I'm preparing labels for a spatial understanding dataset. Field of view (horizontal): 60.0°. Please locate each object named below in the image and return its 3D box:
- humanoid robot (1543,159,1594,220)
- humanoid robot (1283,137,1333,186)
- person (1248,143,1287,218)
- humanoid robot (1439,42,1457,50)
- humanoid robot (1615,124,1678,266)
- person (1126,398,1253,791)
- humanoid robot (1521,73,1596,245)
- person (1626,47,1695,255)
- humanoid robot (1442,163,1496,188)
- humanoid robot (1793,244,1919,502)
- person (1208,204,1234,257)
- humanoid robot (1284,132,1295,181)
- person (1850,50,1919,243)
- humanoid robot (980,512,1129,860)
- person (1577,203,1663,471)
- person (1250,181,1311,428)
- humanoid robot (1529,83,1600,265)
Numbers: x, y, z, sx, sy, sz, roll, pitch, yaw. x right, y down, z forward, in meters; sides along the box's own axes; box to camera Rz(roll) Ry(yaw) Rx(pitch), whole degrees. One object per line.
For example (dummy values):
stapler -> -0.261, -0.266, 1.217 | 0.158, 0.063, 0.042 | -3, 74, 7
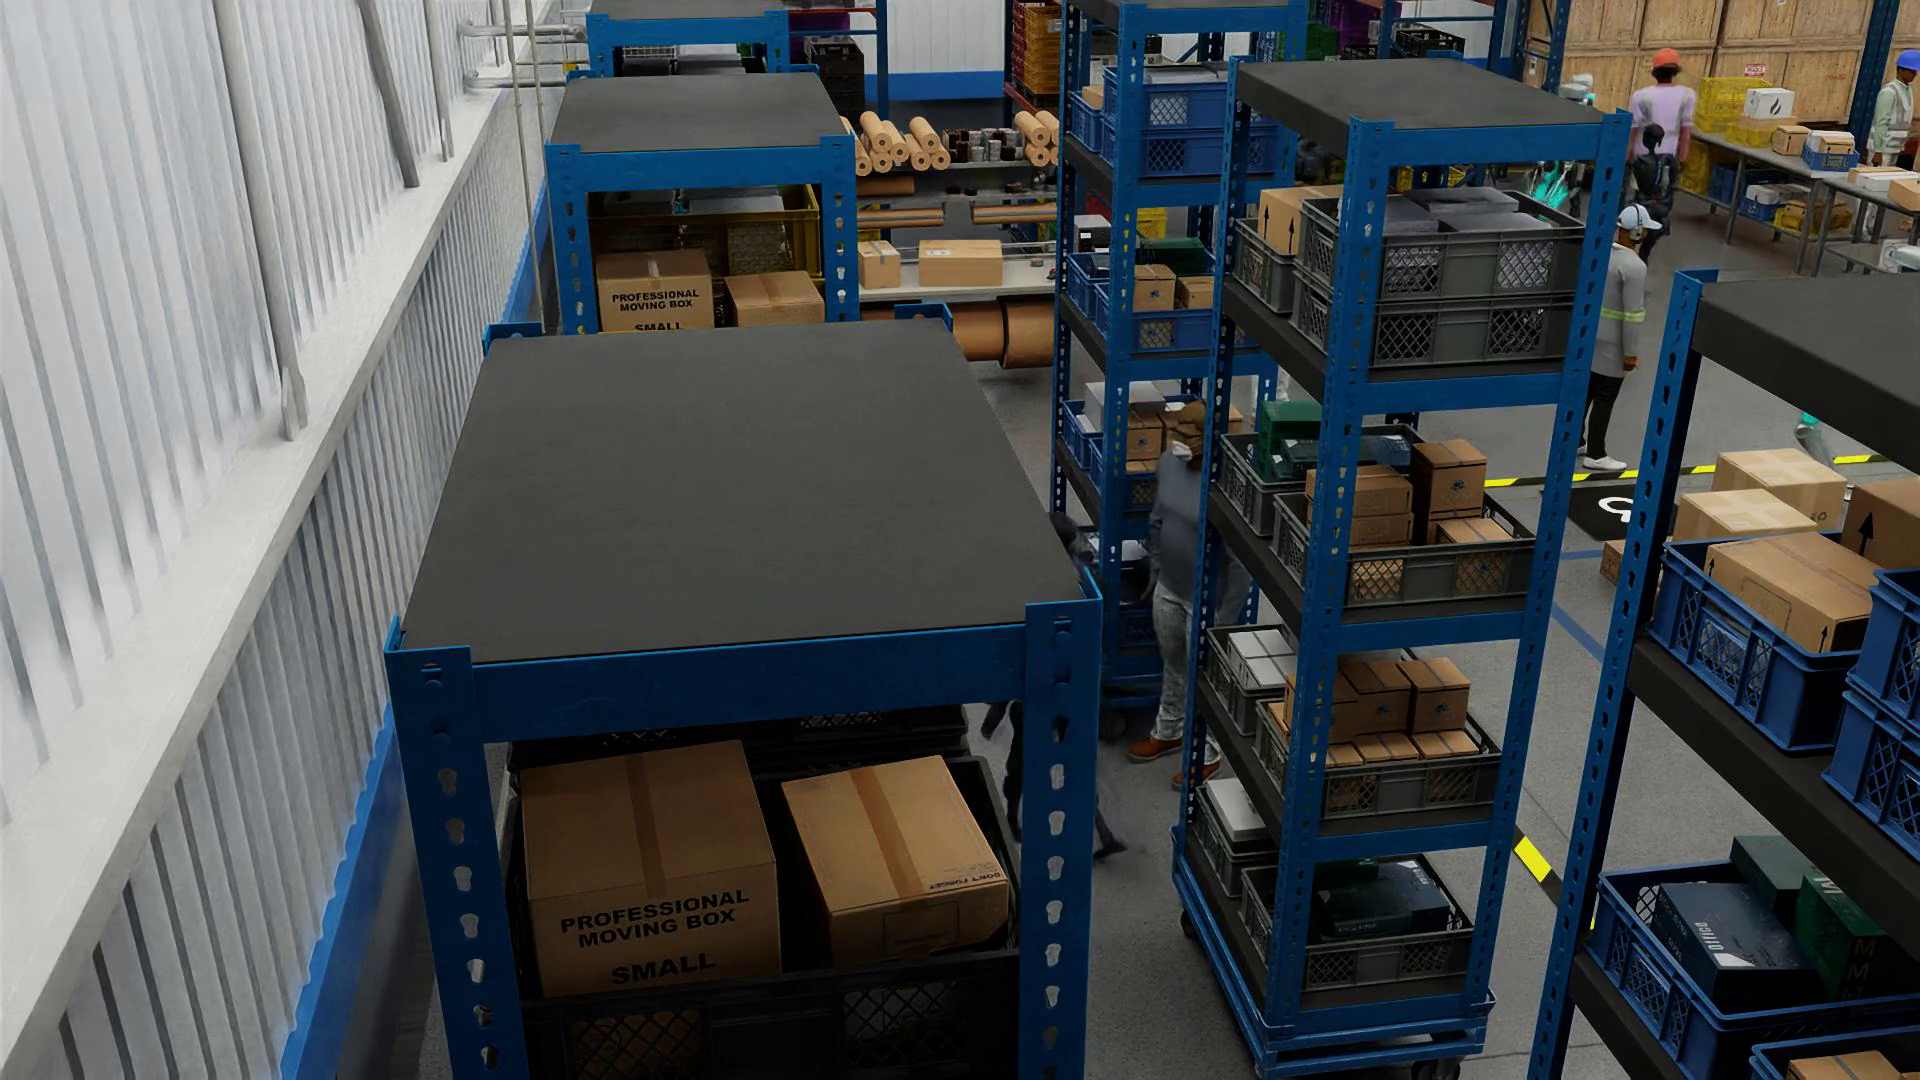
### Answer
humanoid robot -> 6.249, -3.889, 17.102 | 0.585, 1.624, 0.740 | -1, 25, -1
humanoid robot -> 3.050, -2.983, 15.106 | 0.617, 1.646, 0.447 | -6, 25, -13
person -> 2.842, -3.288, 15.573 | 0.404, 1.834, 0.586 | 5, 25, 10
humanoid robot -> 5.224, -4.797, 19.030 | 0.558, 1.827, 0.790 | -16, 29, -31
humanoid robot -> 6.131, -2.872, 14.853 | 0.601, 1.642, 0.442 | -5, 25, -11
person -> 1.091, 0.255, 7.747 | 0.379, 1.940, 0.628 | -15, 29, -30
humanoid robot -> 5.950, -3.750, 16.789 | 0.657, 1.874, 0.553 | 4, 25, 9
person -> 6.915, -3.877, 16.631 | 0.633, 2.023, 0.585 | 2, 25, 5
humanoid robot -> 5.124, -3.774, 16.799 | 0.599, 1.657, 0.315 | 3, 25, 6
humanoid robot -> 5.770, -1.102, 10.781 | 0.735, 1.672, 0.533 | 15, 28, 29
person -> 2.616, -3.747, 16.510 | 0.583, 1.881, 0.337 | -2, 25, -4
humanoid robot -> 3.156, -3.732, 16.618 | 0.536, 1.769, 0.683 | 19, 31, 36
person -> 9.508, -4.034, 17.061 | 0.383, 1.944, 0.617 | 22, 33, 39
humanoid robot -> 0.420, 0.664, 7.224 | 0.599, 1.631, 0.736 | -20, 31, -36
person -> 4.498, -1.393, 11.432 | 0.387, 1.850, 0.598 | -5, 25, -10
person -> 2.372, -1.699, 12.117 | 0.429, 1.838, 0.620 | 19, 31, 36
humanoid robot -> 5.707, -3.481, 16.067 | 0.541, 1.744, 0.772 | 19, 31, 36
